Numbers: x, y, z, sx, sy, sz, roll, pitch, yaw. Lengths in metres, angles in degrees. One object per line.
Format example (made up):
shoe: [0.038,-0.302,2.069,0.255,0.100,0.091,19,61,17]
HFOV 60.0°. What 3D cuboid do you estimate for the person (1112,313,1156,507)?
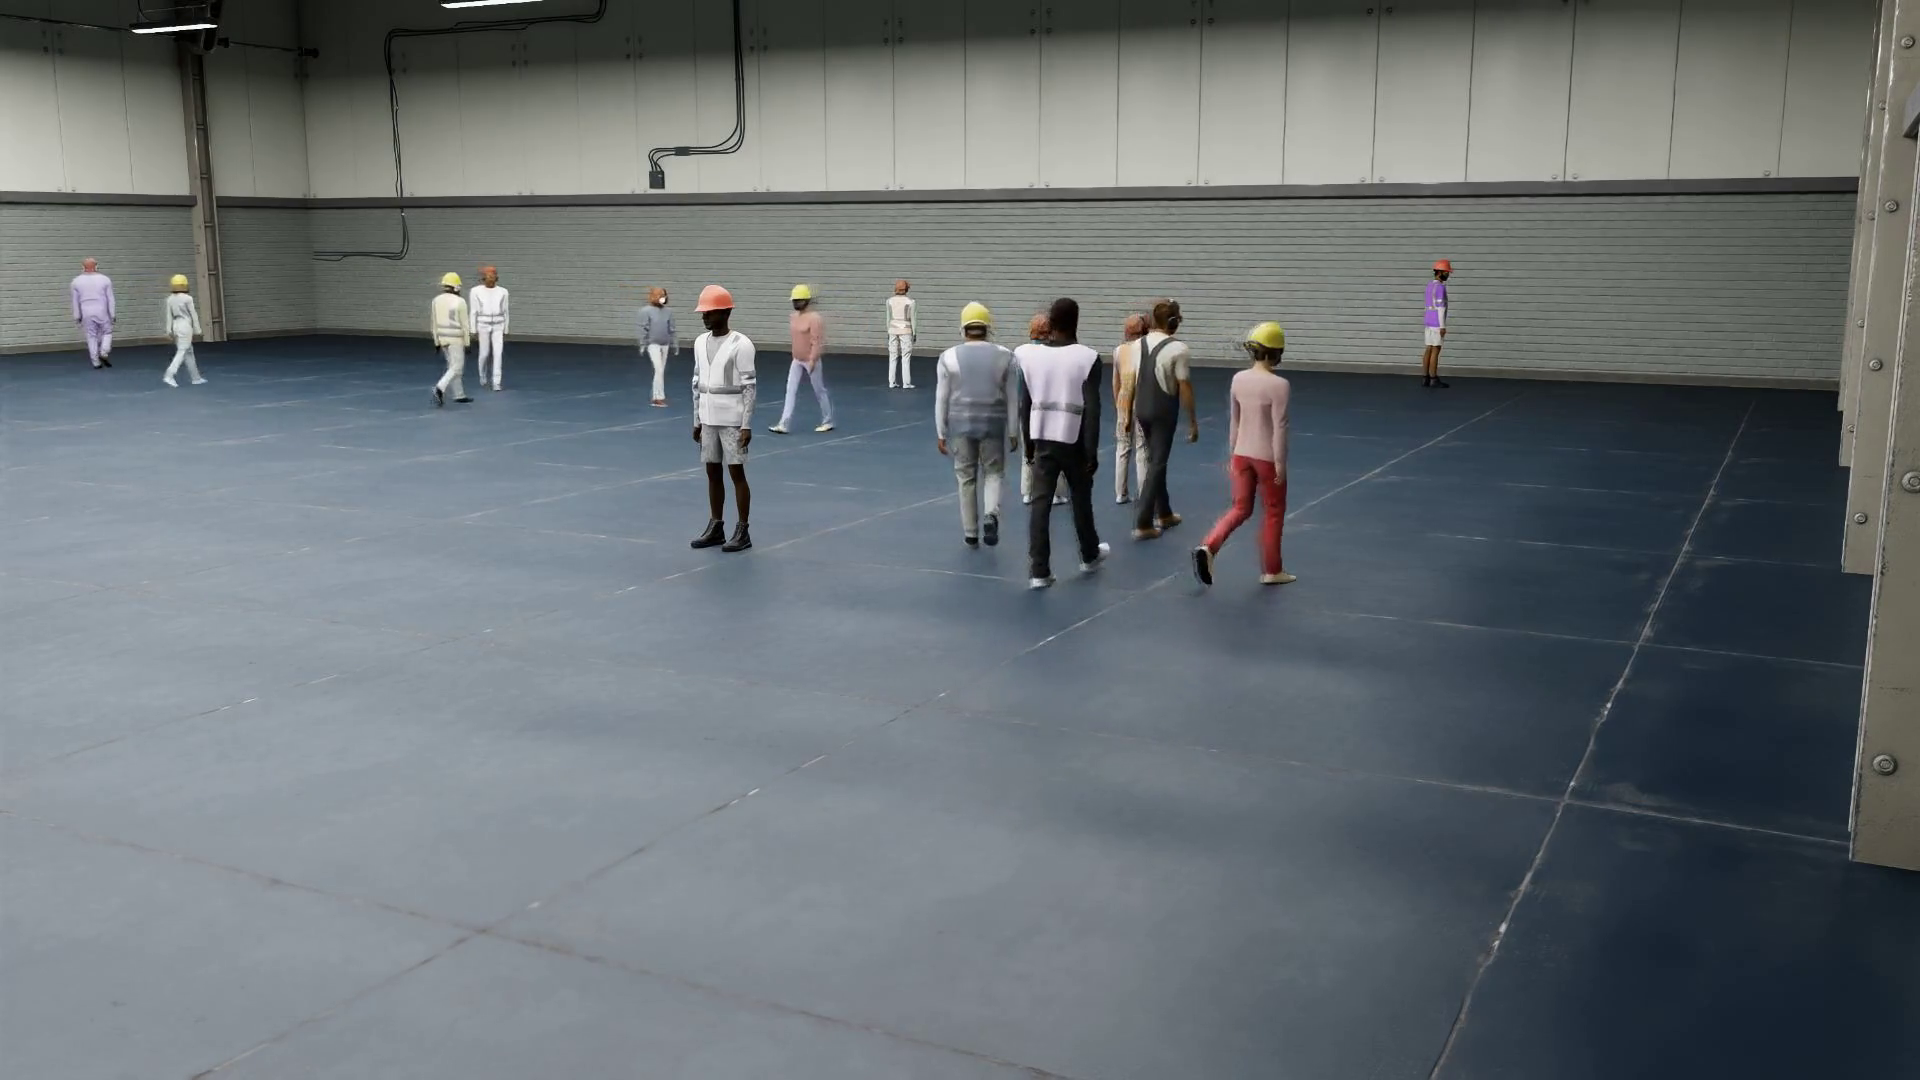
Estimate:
person: [1.505,-1.099,14.121,0.513,1.645,0.307,10,14,43]

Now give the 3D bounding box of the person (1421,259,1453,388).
person: [7.217,-3.262,25.136,0.374,1.930,0.542,-1,10,-6]

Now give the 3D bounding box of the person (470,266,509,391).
person: [-7.018,-3.164,24.813,0.594,1.853,0.856,-5,11,-24]

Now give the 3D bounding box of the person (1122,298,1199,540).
person: [1.594,-0.926,12.691,0.826,1.813,0.554,-10,14,-44]

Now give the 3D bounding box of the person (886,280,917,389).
person: [-0.881,-3.084,24.986,0.509,1.629,0.316,5,11,24]

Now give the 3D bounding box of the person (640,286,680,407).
person: [-3.967,-2.576,22.228,0.644,1.607,0.531,10,14,44]

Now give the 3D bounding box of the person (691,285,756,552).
person: [-1.747,-0.878,12.113,0.552,1.935,0.370,7,12,33]

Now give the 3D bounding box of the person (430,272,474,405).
person: [-6.876,-2.694,22.368,0.607,1.810,0.764,6,12,30]

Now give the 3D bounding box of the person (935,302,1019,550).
person: [0.119,-0.817,12.097,0.614,1.815,0.451,0,10,-2]

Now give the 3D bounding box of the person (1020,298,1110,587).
person: [0.702,-0.661,11.084,0.609,1.872,1.000,5,12,26]

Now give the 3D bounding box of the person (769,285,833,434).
person: [-1.811,-2.081,19.260,0.542,1.712,0.902,9,14,41]

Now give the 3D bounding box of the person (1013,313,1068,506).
person: [0.698,-1.106,14.165,0.512,1.642,0.312,3,11,17]

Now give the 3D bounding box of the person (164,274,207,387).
person: [-11.924,-3.206,25.448,0.486,1.702,0.881,5,11,25]

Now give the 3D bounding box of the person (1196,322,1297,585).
person: [1.901,-0.541,10.800,0.713,1.742,0.531,-7,13,-35]

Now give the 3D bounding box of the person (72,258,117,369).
person: [-14.924,-3.904,28.717,0.669,1.894,0.432,-3,11,-14]
